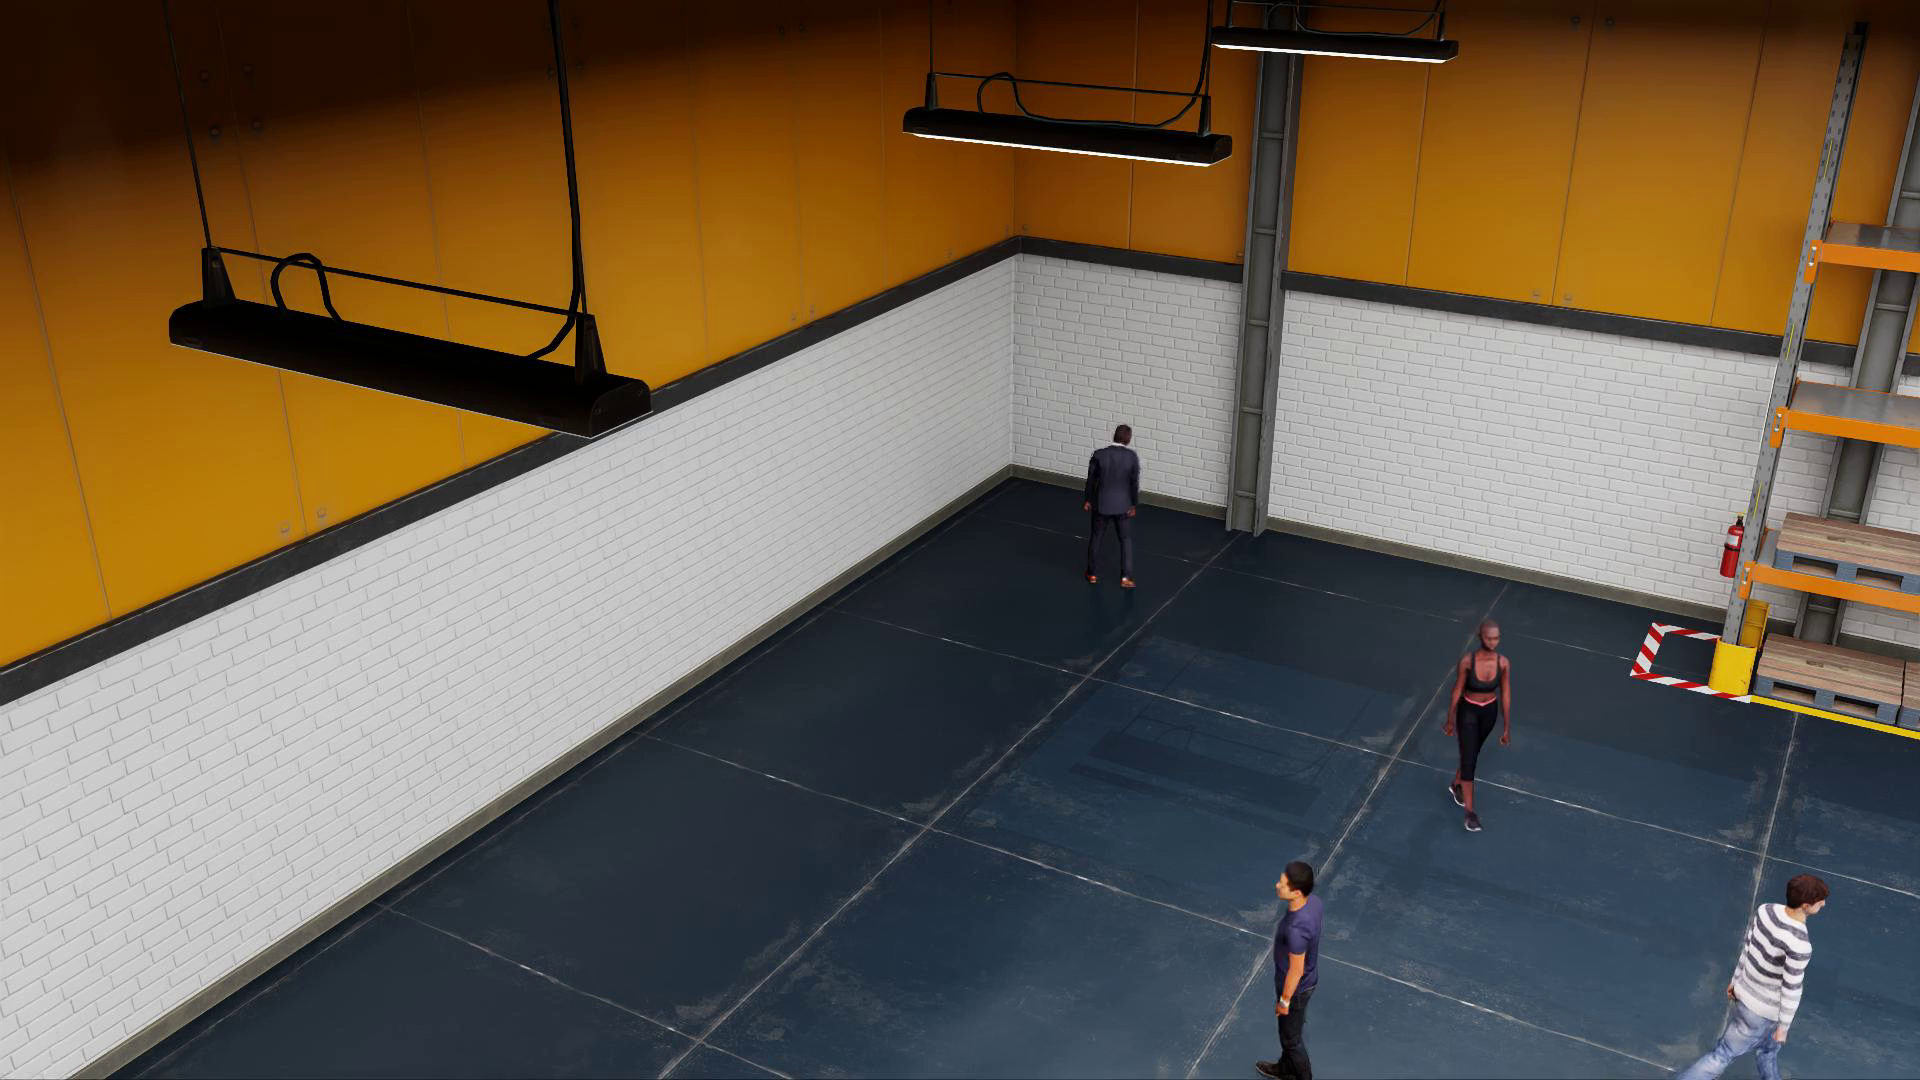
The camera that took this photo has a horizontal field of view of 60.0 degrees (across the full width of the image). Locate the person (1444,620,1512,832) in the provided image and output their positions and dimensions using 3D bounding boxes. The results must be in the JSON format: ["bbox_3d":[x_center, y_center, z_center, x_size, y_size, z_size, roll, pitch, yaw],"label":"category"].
[{"bbox_3d":[4.209,1.419,13.644,1.092,1.734,1.043,-1,24,-2],"label":"person"}]

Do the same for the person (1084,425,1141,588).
[{"bbox_3d":[1.647,-0.345,17.597,0.857,1.800,0.953,-2,24,-5],"label":"person"}]

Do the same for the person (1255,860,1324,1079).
[{"bbox_3d":[2.116,2.778,10.464,0.727,1.790,0.741,9,25,20],"label":"person"}]

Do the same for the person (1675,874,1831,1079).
[{"bbox_3d":[4.835,2.861,10.275,1.351,1.790,1.089,-1,24,-2],"label":"person"}]
